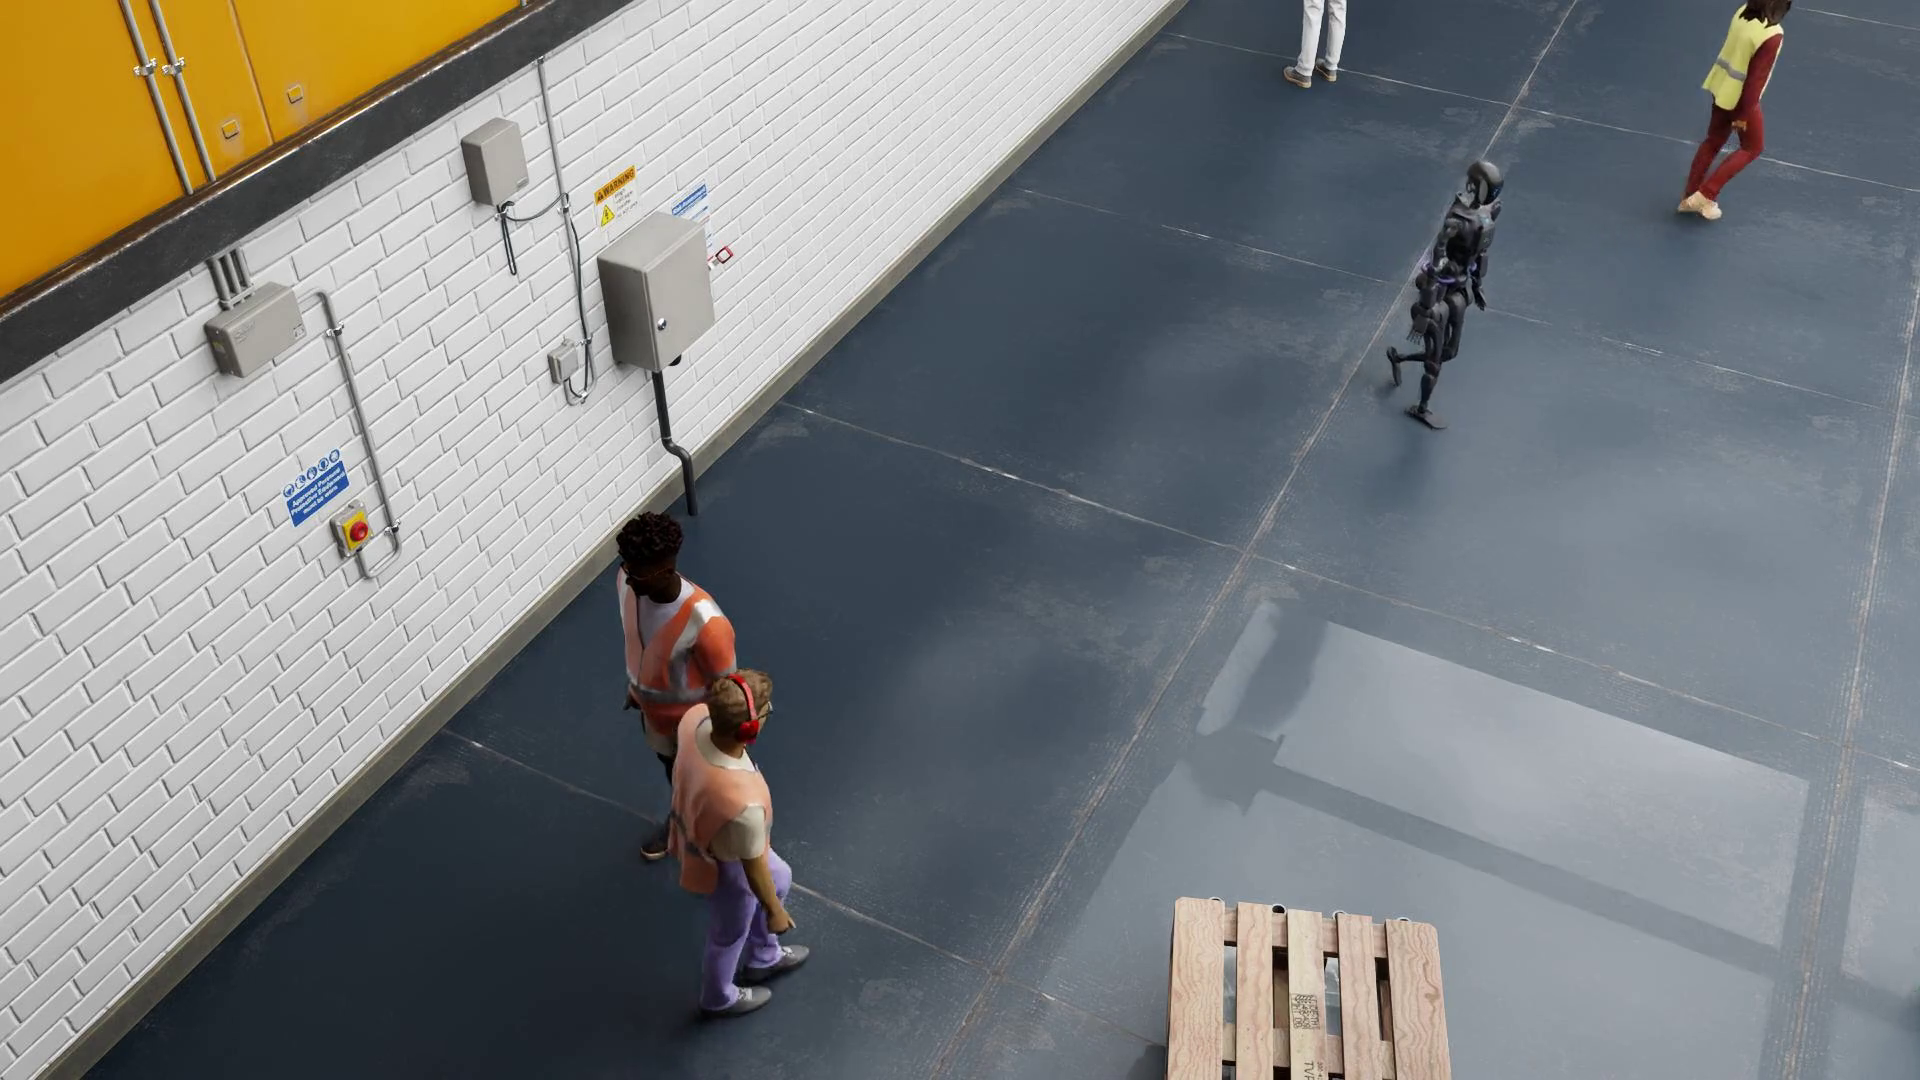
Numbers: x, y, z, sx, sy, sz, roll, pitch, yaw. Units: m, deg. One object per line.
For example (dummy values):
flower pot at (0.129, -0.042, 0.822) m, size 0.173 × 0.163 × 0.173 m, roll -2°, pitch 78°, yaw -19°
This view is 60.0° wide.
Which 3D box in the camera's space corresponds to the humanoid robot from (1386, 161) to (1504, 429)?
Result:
humanoid robot at (2.697, -1.428, 9.417) m, size 0.610 × 1.637 × 0.517 m, roll -31°, pitch 49°, yaw -31°

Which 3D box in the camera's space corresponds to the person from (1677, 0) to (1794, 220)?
person at (5.214, -2.949, 11.123) m, size 0.441 × 1.758 × 0.476 m, roll -7°, pitch 41°, yaw -8°

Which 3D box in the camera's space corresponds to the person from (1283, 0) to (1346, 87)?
person at (2.815, -4.400, 12.703) m, size 0.582 × 1.884 × 0.350 m, roll -16°, pitch 43°, yaw -18°

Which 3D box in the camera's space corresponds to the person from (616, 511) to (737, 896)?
person at (-1.147, 0.669, 6.765) m, size 0.605 × 1.965 × 0.368 m, roll 28°, pitch 48°, yaw 29°

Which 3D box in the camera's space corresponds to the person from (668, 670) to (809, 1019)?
person at (-0.793, 1.187, 6.273) m, size 0.644 × 1.810 × 0.619 m, roll -16°, pitch 43°, yaw -18°
